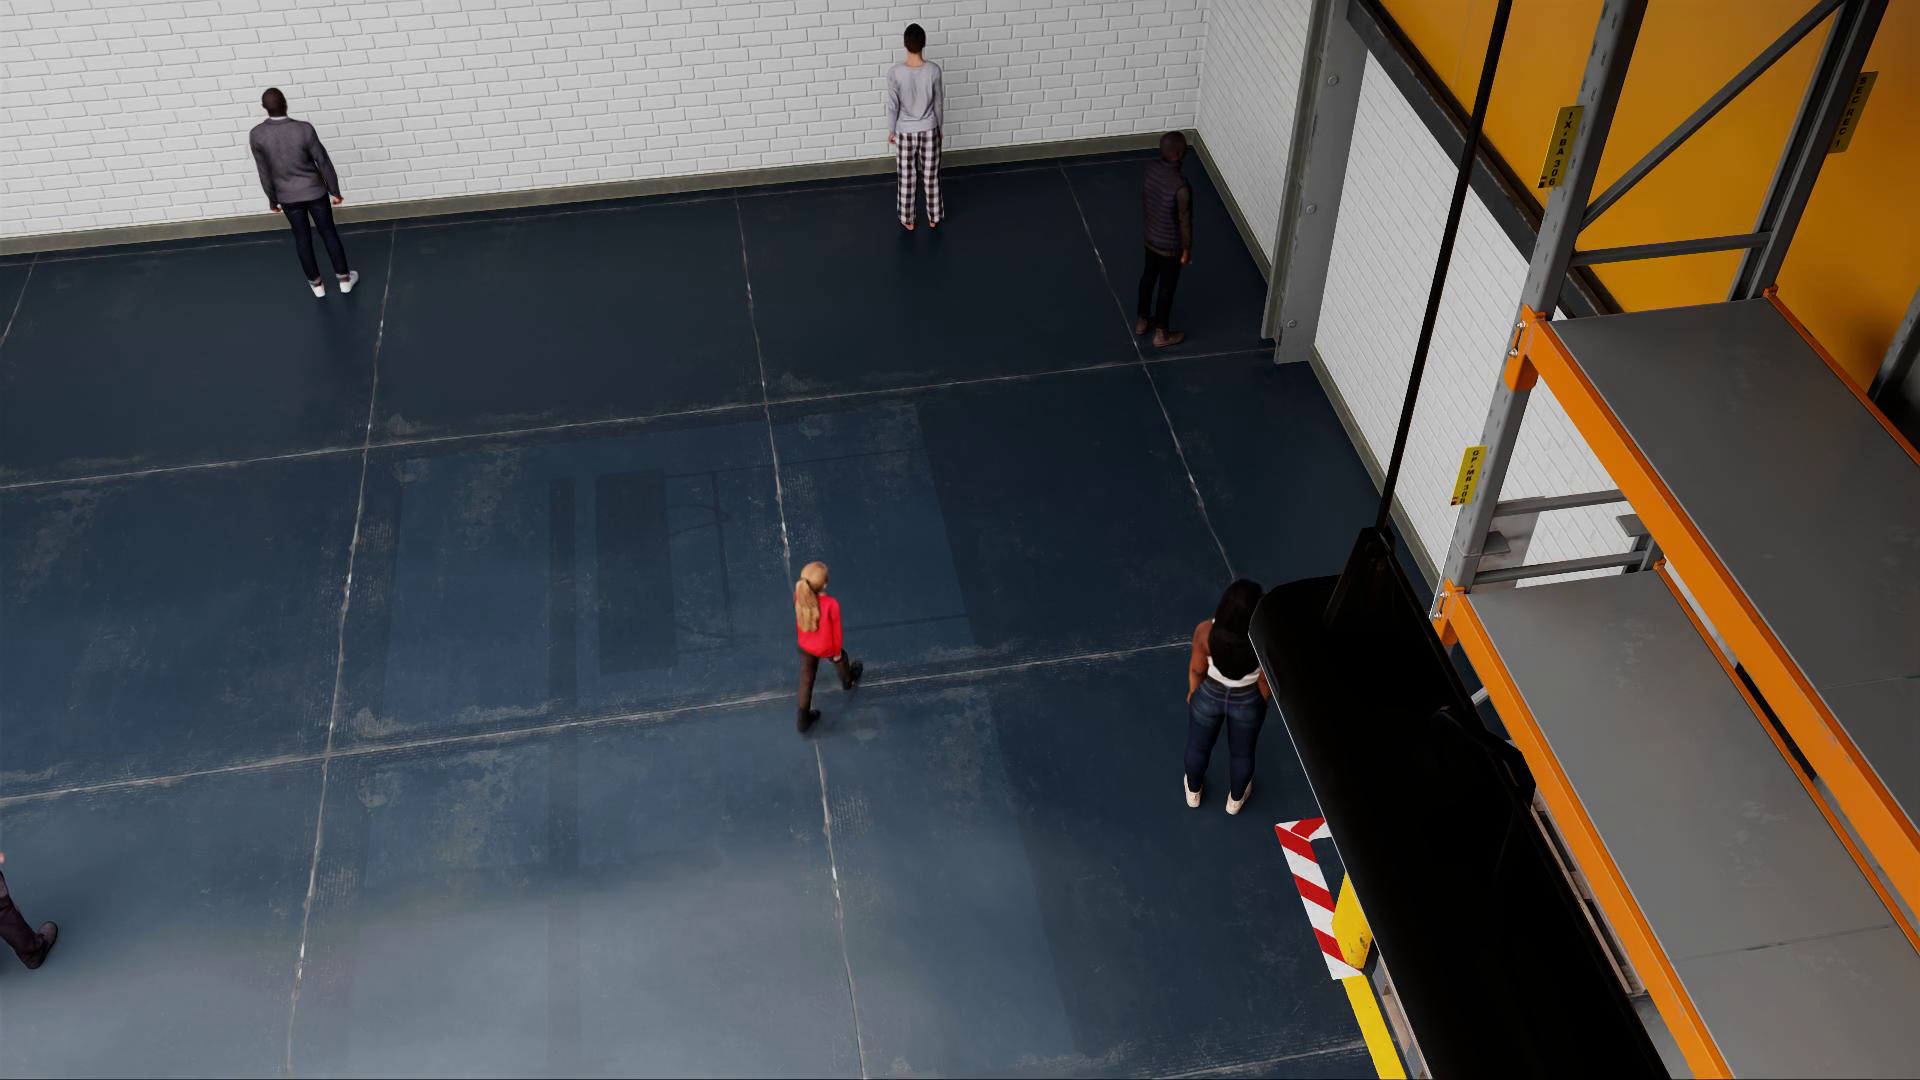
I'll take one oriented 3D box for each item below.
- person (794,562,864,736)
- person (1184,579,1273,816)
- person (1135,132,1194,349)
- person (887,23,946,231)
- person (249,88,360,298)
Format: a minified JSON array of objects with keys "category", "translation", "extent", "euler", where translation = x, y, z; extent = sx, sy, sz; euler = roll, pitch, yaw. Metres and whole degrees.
[{"category":"person","translation":[-0.889,0.664,10.131],"extent":[0.823,1.252,0.955],"euler":[19,47,19]},{"category":"person","translation":[1.530,0.907,9.473],"extent":[0.737,1.809,0.749],"euler":[11,45,12]},{"category":"person","translation":[1.578,-2.328,12.849],"extent":[0.832,1.836,0.671],"euler":[-25,49,-24]},{"category":"person","translation":[-0.359,-3.463,14.032],"extent":[0.619,1.847,0.523],"euler":[-6,44,-6]},{"category":"person","translation":[-5.272,-2.768,13.325],"extent":[0.721,1.815,0.553],"euler":[-8,44,-8]}]
